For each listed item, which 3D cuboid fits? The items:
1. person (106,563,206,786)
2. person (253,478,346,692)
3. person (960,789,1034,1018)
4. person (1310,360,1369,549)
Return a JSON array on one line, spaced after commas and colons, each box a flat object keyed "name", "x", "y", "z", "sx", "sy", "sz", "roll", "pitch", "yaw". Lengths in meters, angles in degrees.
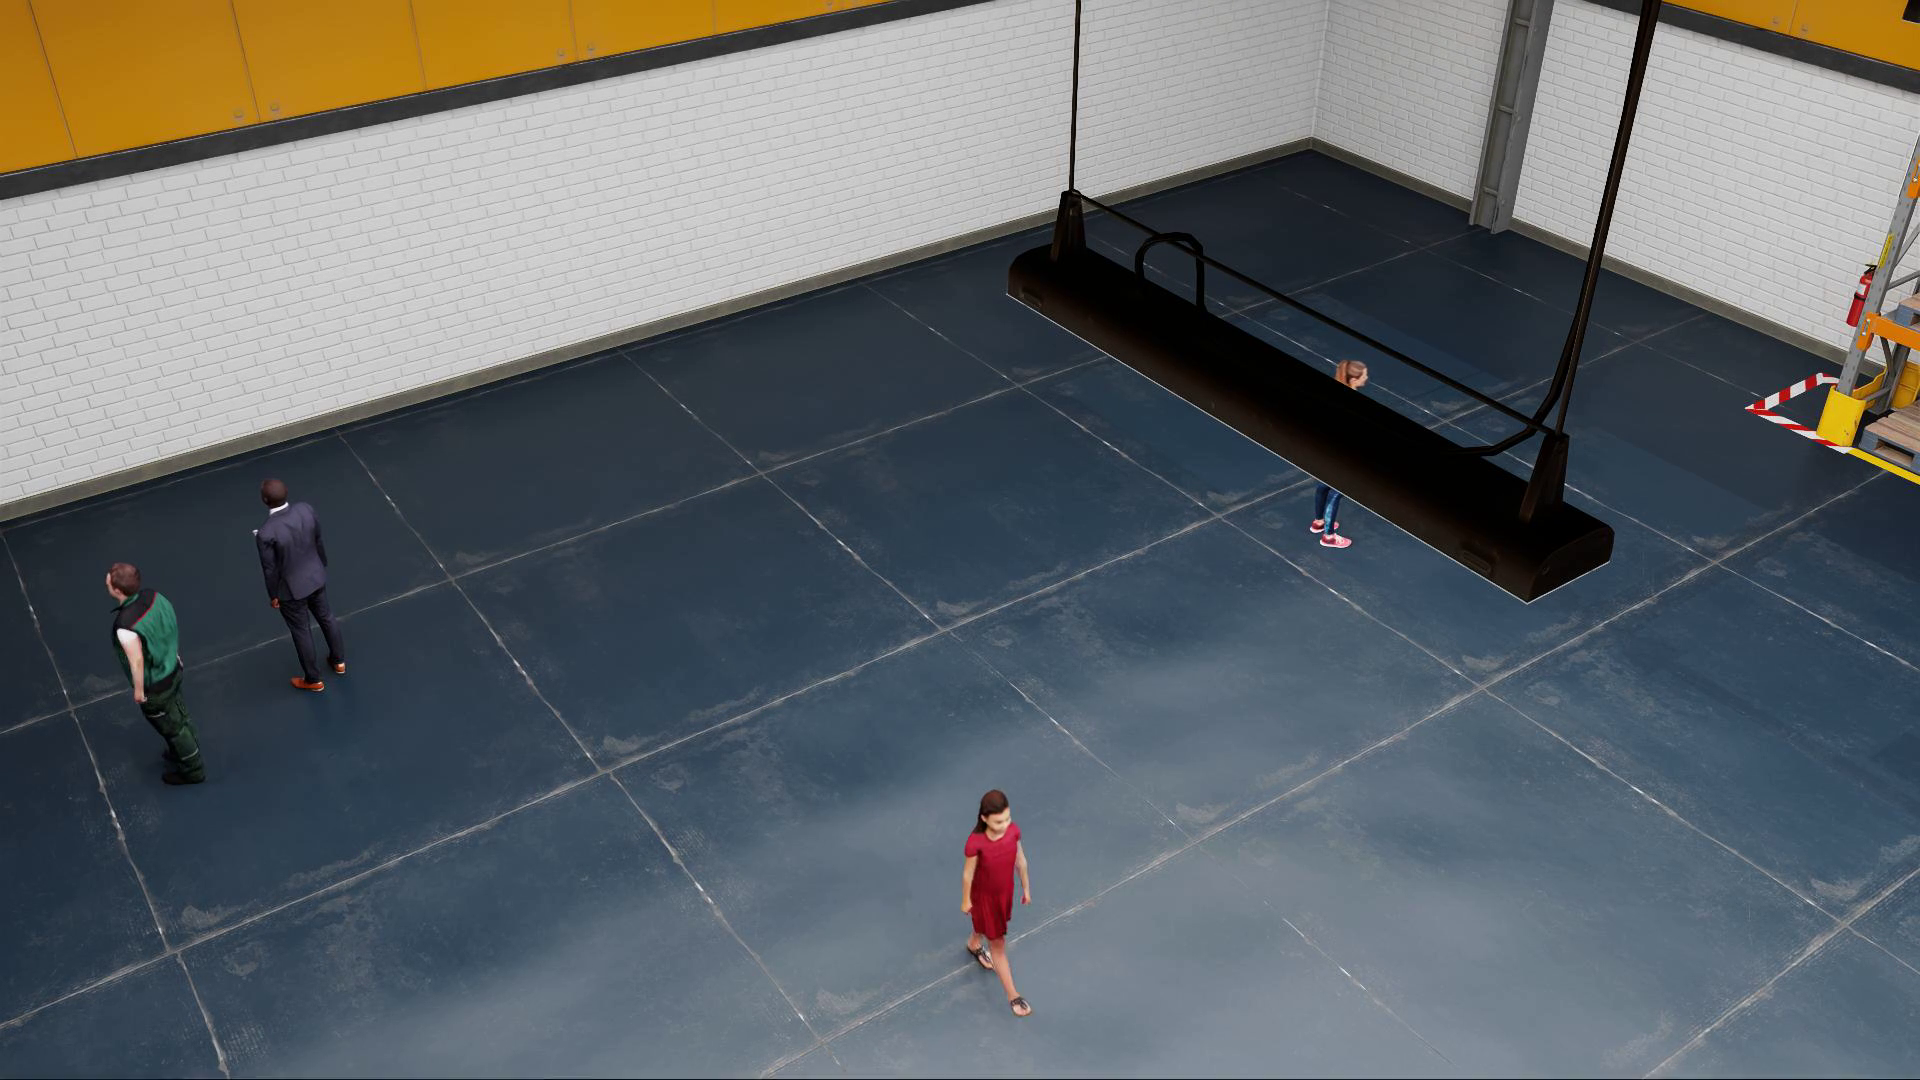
[{"name": "person", "x": -5.578, "y": 0.924, "z": 11.535, "sx": 0.835, "sy": 1.846, "sz": 0.763, "roll": 1, "pitch": 34, "yaw": 2}, {"name": "person", "x": -4.949, "y": 0.319, "z": 12.466, "sx": 0.753, "sy": 1.824, "sz": 0.776, "roll": 19, "pitch": 38, "yaw": 26}, {"name": "person", "x": 0.158, "y": 2.076, "z": 10.100, "sx": 0.556, "sy": 1.516, "sz": 0.981, "roll": -21, "pitch": 39, "yaw": -28}, {"name": "person", "x": 3.233, "y": -0.757, "z": 14.176, "sx": 0.715, "sy": 1.722, "sz": 0.612, "roll": -4, "pitch": 34, "yaw": -6}]
